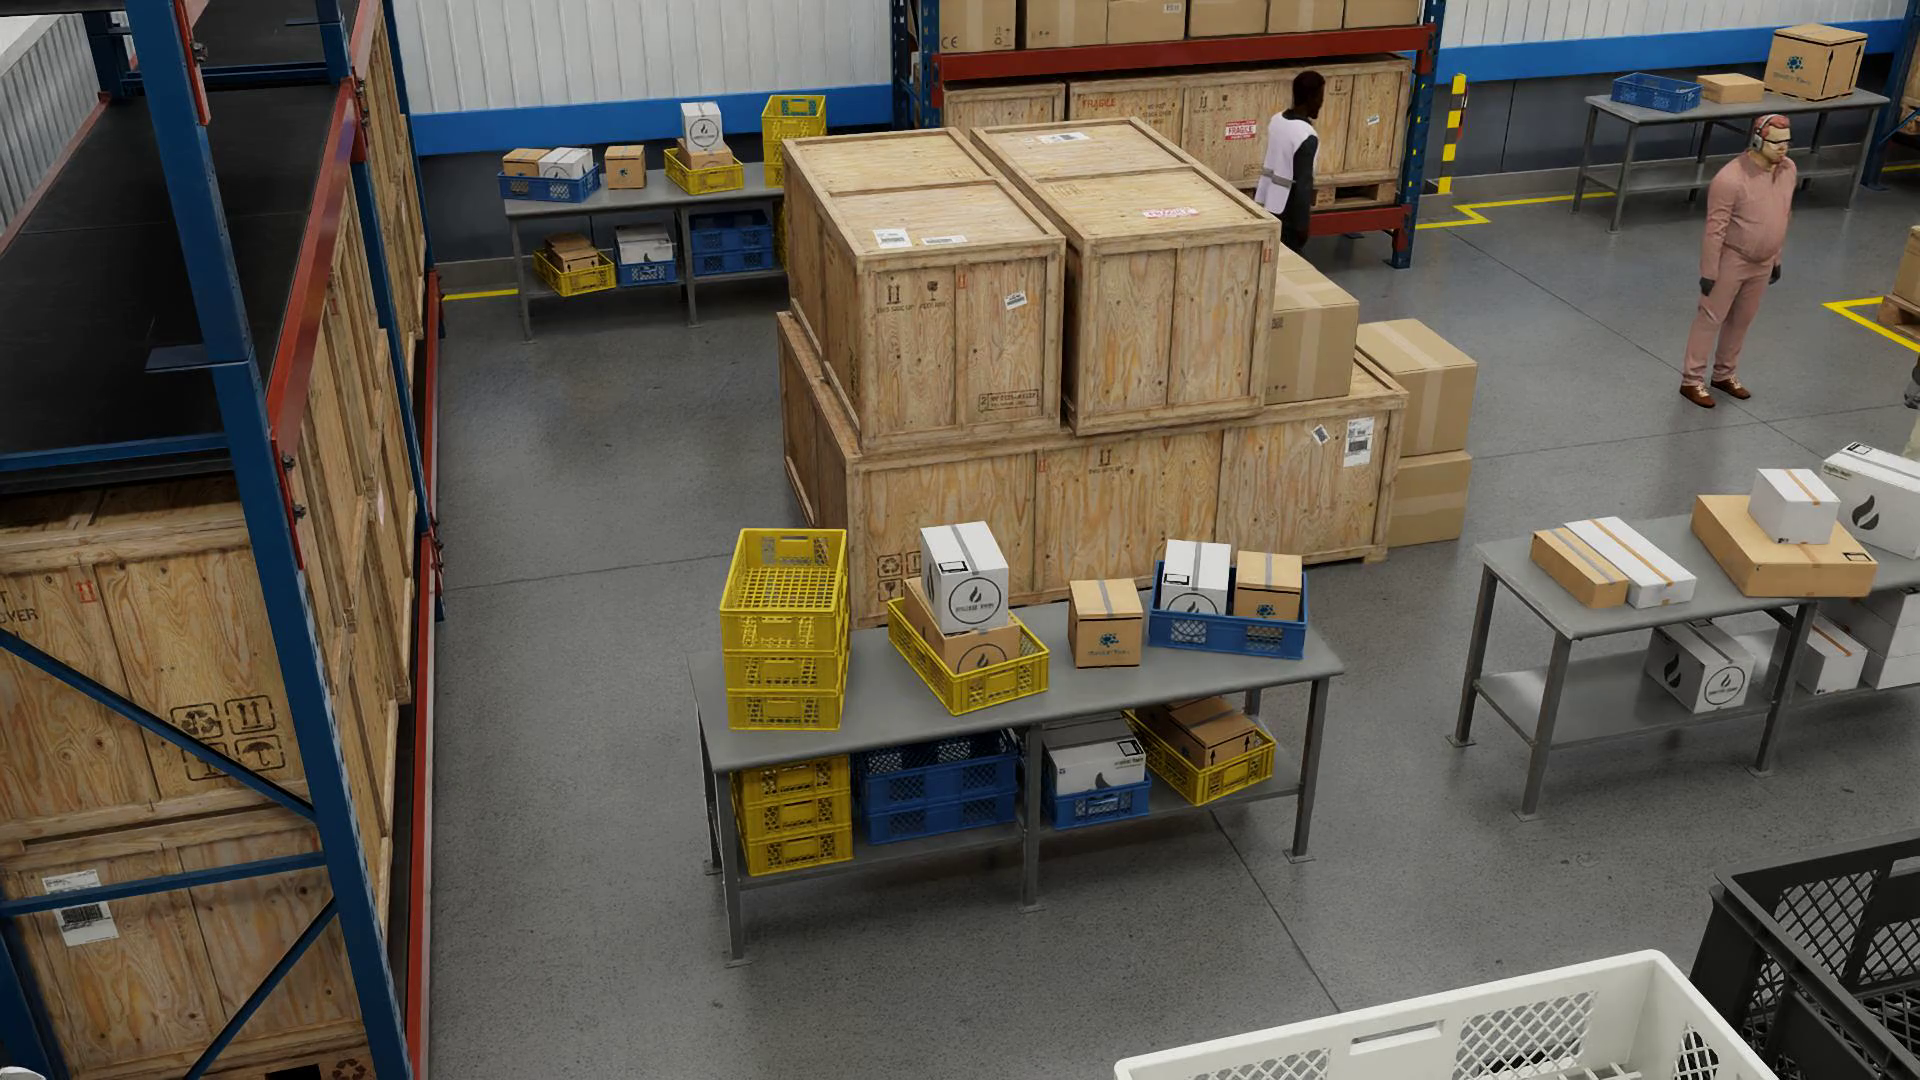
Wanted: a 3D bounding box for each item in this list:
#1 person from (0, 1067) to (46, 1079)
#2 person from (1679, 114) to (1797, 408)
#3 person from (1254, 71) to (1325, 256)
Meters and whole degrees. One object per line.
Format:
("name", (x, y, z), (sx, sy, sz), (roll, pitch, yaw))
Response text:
("person", (-2.175, 1.892, 3.997), (0.354, 1.881, 0.576), (-11, 31, -19))
("person", (5.009, -1.777, 10.645), (0.647, 1.901, 0.402), (-11, 31, -20))
("person", (2.264, -2.298, 11.578), (0.387, 1.909, 0.598), (-7, 30, -12))
